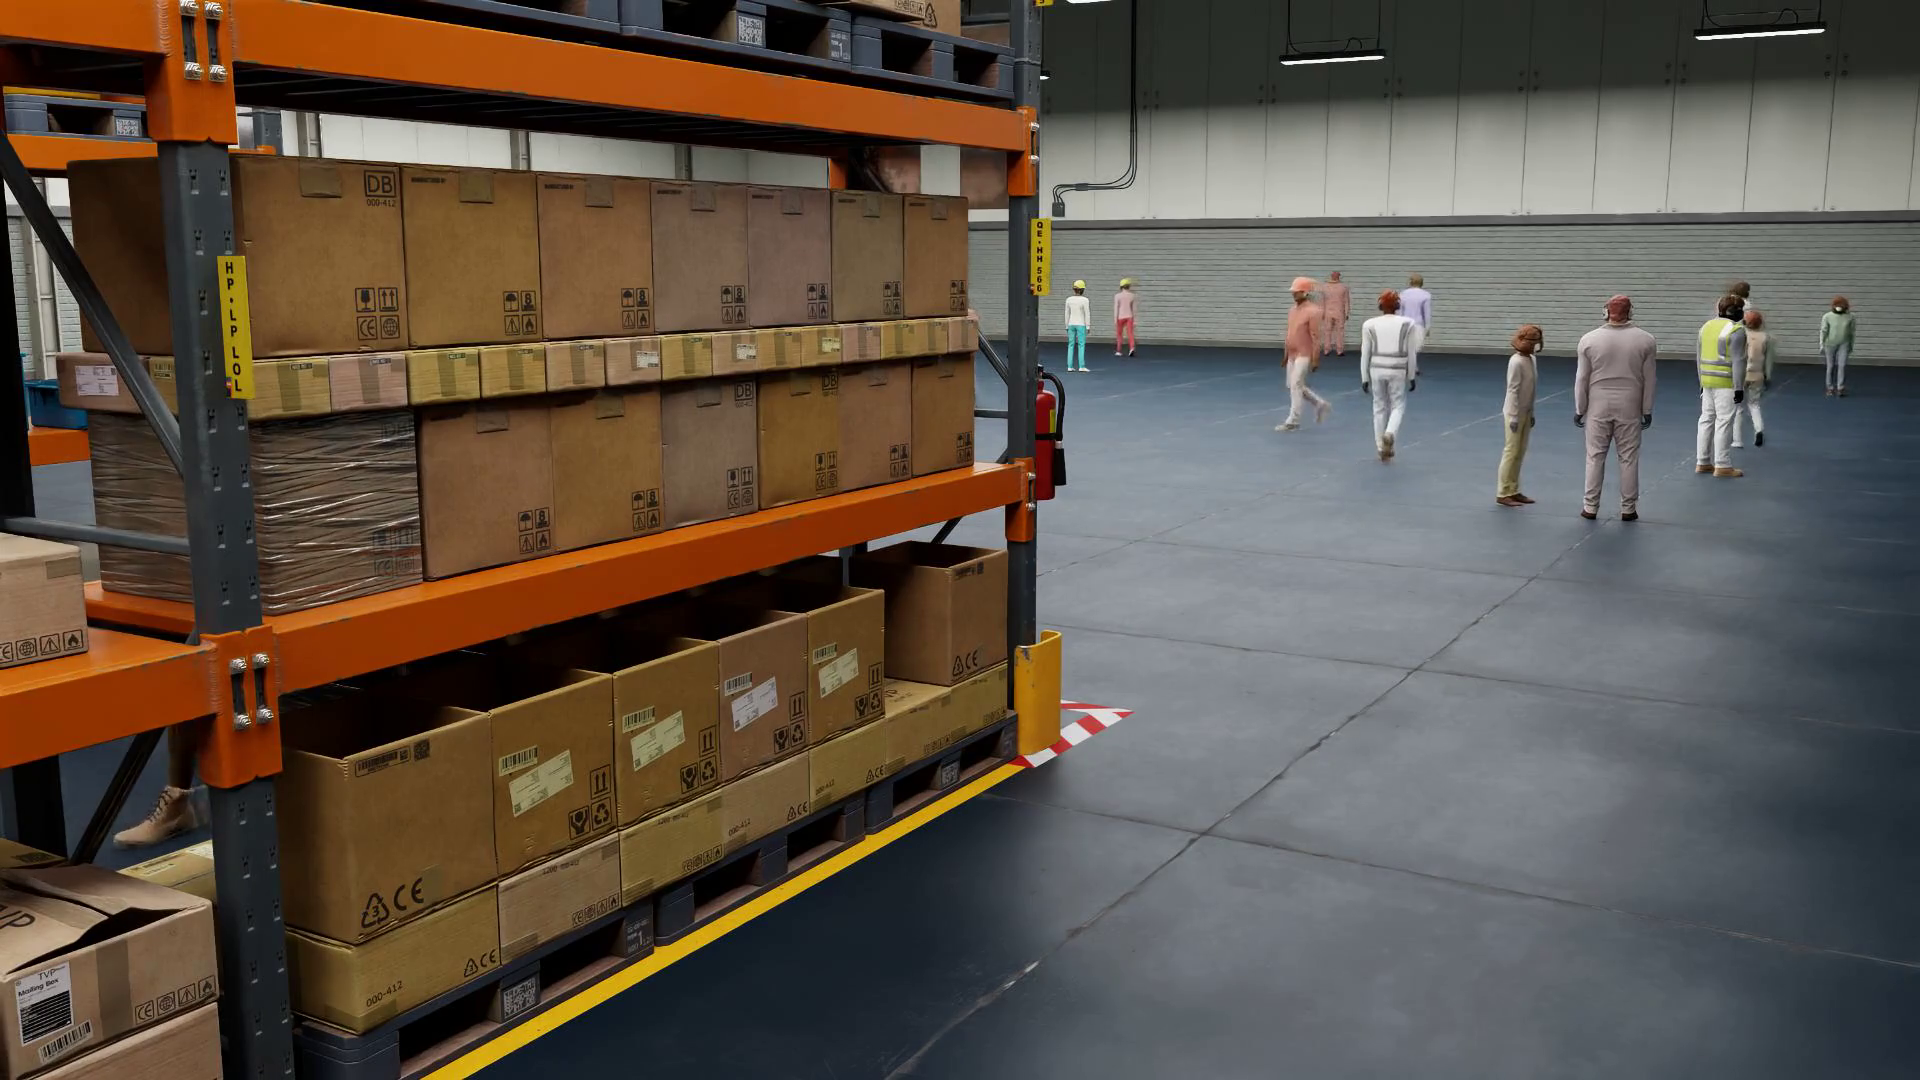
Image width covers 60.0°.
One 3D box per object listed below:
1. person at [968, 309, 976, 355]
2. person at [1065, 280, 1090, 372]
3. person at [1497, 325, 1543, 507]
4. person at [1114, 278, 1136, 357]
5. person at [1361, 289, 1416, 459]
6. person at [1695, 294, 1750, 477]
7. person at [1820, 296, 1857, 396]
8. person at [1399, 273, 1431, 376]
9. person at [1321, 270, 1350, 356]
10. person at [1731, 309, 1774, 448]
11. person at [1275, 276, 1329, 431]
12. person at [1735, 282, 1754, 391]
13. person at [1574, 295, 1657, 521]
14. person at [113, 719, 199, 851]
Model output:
[{"bbox_3d":[-0.067,-2.920,25.067,0.554,1.742,0.621,-3,10,-14],"label":"person"},{"bbox_3d":[2.279,-4.114,32.029,0.533,1.767,0.325,7,12,35],"label":"person"},{"bbox_3d":[5.007,-1.107,14.852,0.290,1.622,0.506,7,12,37],"label":"person"},{"bbox_3d":[3.668,-4.924,36.841,0.527,1.731,0.856,-2,10,-12],"label":"person"},{"bbox_3d":[4.660,-1.790,18.120,0.602,1.872,0.546,4,10,20],"label":"person"},{"bbox_3d":[7.756,-1.565,16.893,0.429,1.839,0.633,-2,10,-12],"label":"person"},{"bbox_3d":[13.917,-3.062,26.374,0.523,1.589,0.803,4,11,23],"label":"person"},{"bbox_3d":[8.348,-3.951,30.651,0.634,1.917,0.817,9,13,43],"label":"person"},{"bbox_3d":[8.381,-5.059,37.144,0.643,1.912,0.408,5,11,25],"label":"person"},{"bbox_3d":[9.112,-1.859,19.241,0.518,1.623,0.396,1,10,6],"label":"person"},{"bbox_3d":[4.404,-2.378,21.252,0.746,1.978,0.626,-3,10,-19],"label":"person"},{"bbox_3d":[12.795,-3.358,27.480,0.861,1.812,0.632,-3,10,-19],"label":"person"},{"bbox_3d":[5.524,-1.111,14.052,0.639,1.904,0.407,3,10,19],"label":"person"},{"bbox_3d":[-2.963,0.125,6.520,0.615,2.019,0.890,6,11,32],"label":"person"}]
